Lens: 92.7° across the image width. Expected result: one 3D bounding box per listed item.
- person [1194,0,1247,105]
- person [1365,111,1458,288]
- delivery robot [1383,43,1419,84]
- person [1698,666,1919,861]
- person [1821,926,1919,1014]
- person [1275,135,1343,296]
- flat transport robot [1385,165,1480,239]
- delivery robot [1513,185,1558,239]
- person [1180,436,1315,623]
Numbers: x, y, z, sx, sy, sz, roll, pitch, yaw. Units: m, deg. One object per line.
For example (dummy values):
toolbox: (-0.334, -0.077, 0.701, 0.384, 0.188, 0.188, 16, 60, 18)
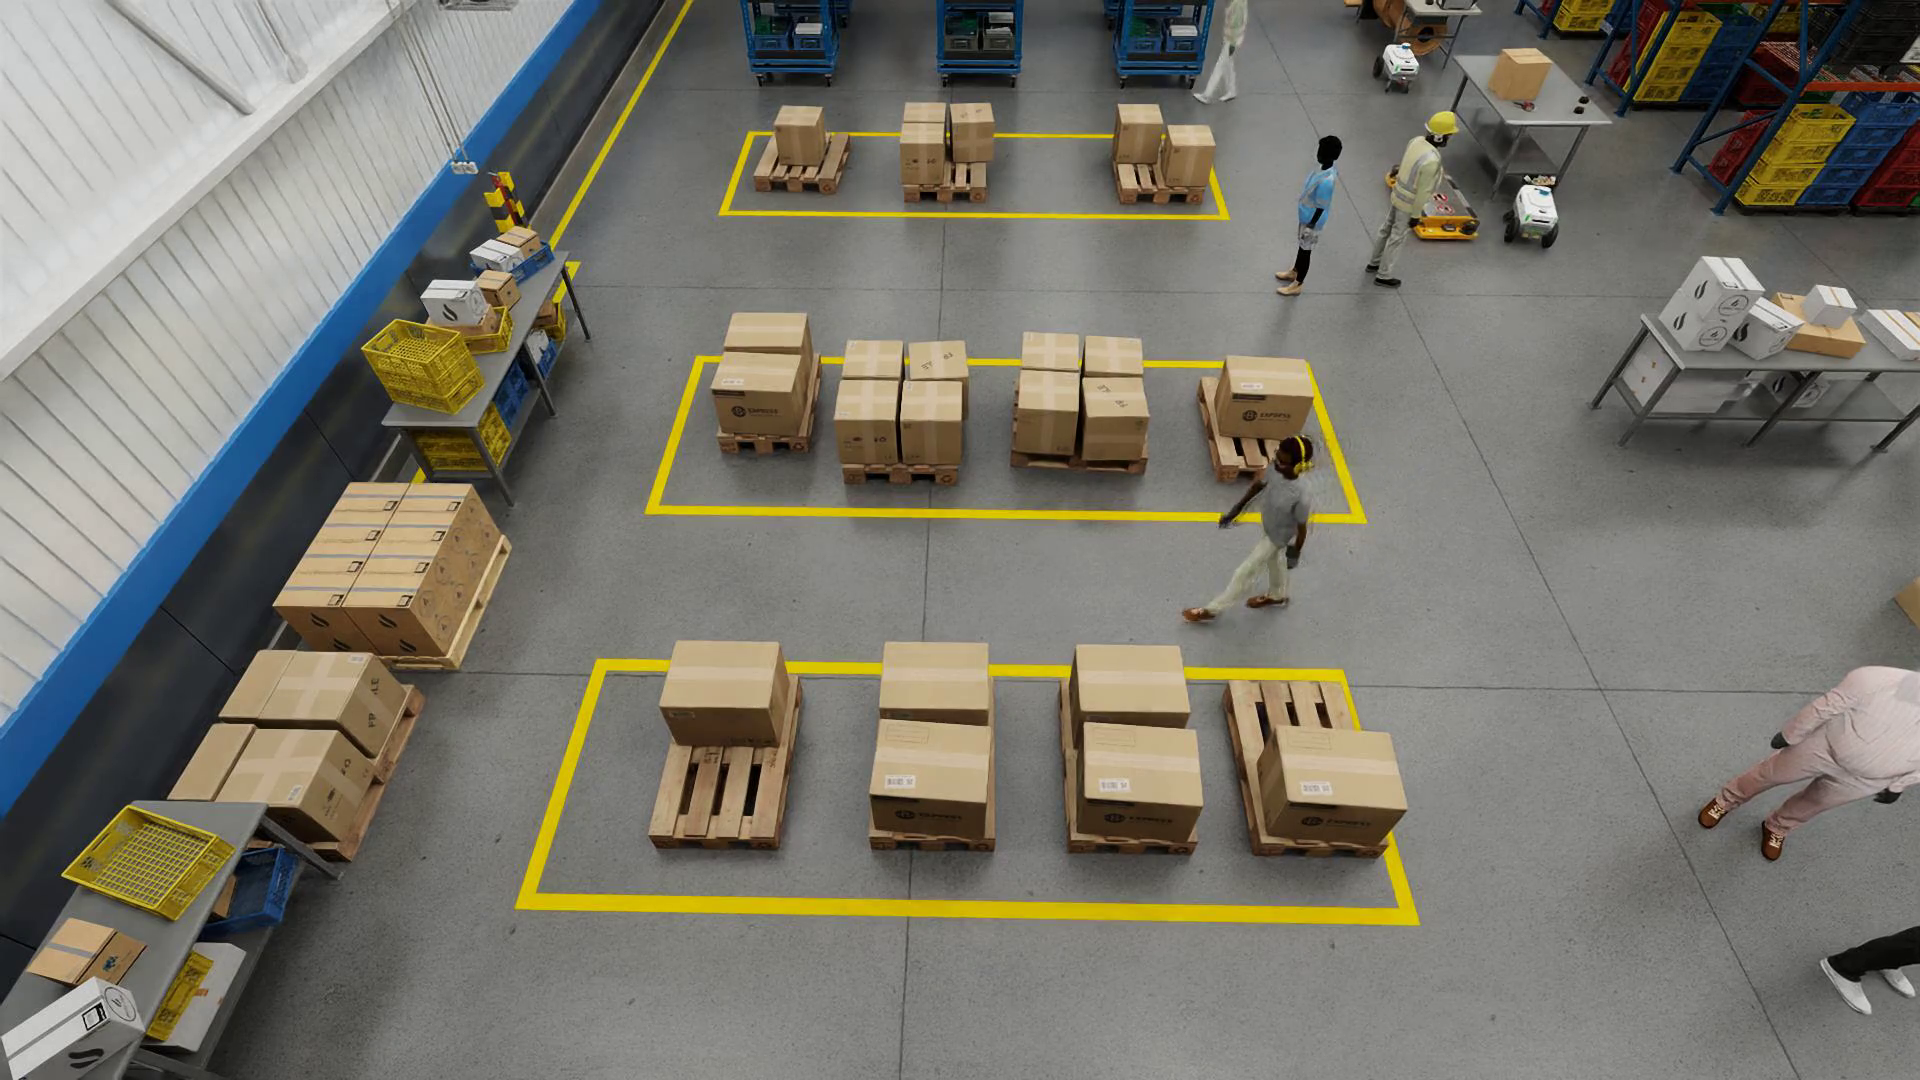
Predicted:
person: (3.671, -6.859, 12.581, 0.600, 1.586, 0.575, 6, 49, 5)
person: (4.697, -3.542, 9.554, 0.404, 1.835, 0.590, 1, 49, 1)
delivery robot: (6.375, -6.918, 13.257, 0.477, 0.478, 0.707, 3, 49, 3)
person: (5.159, 1.276, 5.334, 0.651, 1.911, 0.410, 29, 55, 23)
person: (5.363, 1.977, 4.732, 0.584, 1.910, 0.387, -11, 50, -9)
person: (3.621, -3.331, 9.464, 0.319, 1.693, 0.533, 9, 50, 8)
flat transport robot: (5.692, -4.094, 11.059, 0.652, 0.197, 1.431, 1, 49, 1)
delivery robot: (6.657, -3.830, 10.584, 0.477, 0.478, 0.707, 13, 50, 11)
person: (2.132, -0.053, 6.543, 0.948, 1.822, 0.516, -4, 49, -4)
